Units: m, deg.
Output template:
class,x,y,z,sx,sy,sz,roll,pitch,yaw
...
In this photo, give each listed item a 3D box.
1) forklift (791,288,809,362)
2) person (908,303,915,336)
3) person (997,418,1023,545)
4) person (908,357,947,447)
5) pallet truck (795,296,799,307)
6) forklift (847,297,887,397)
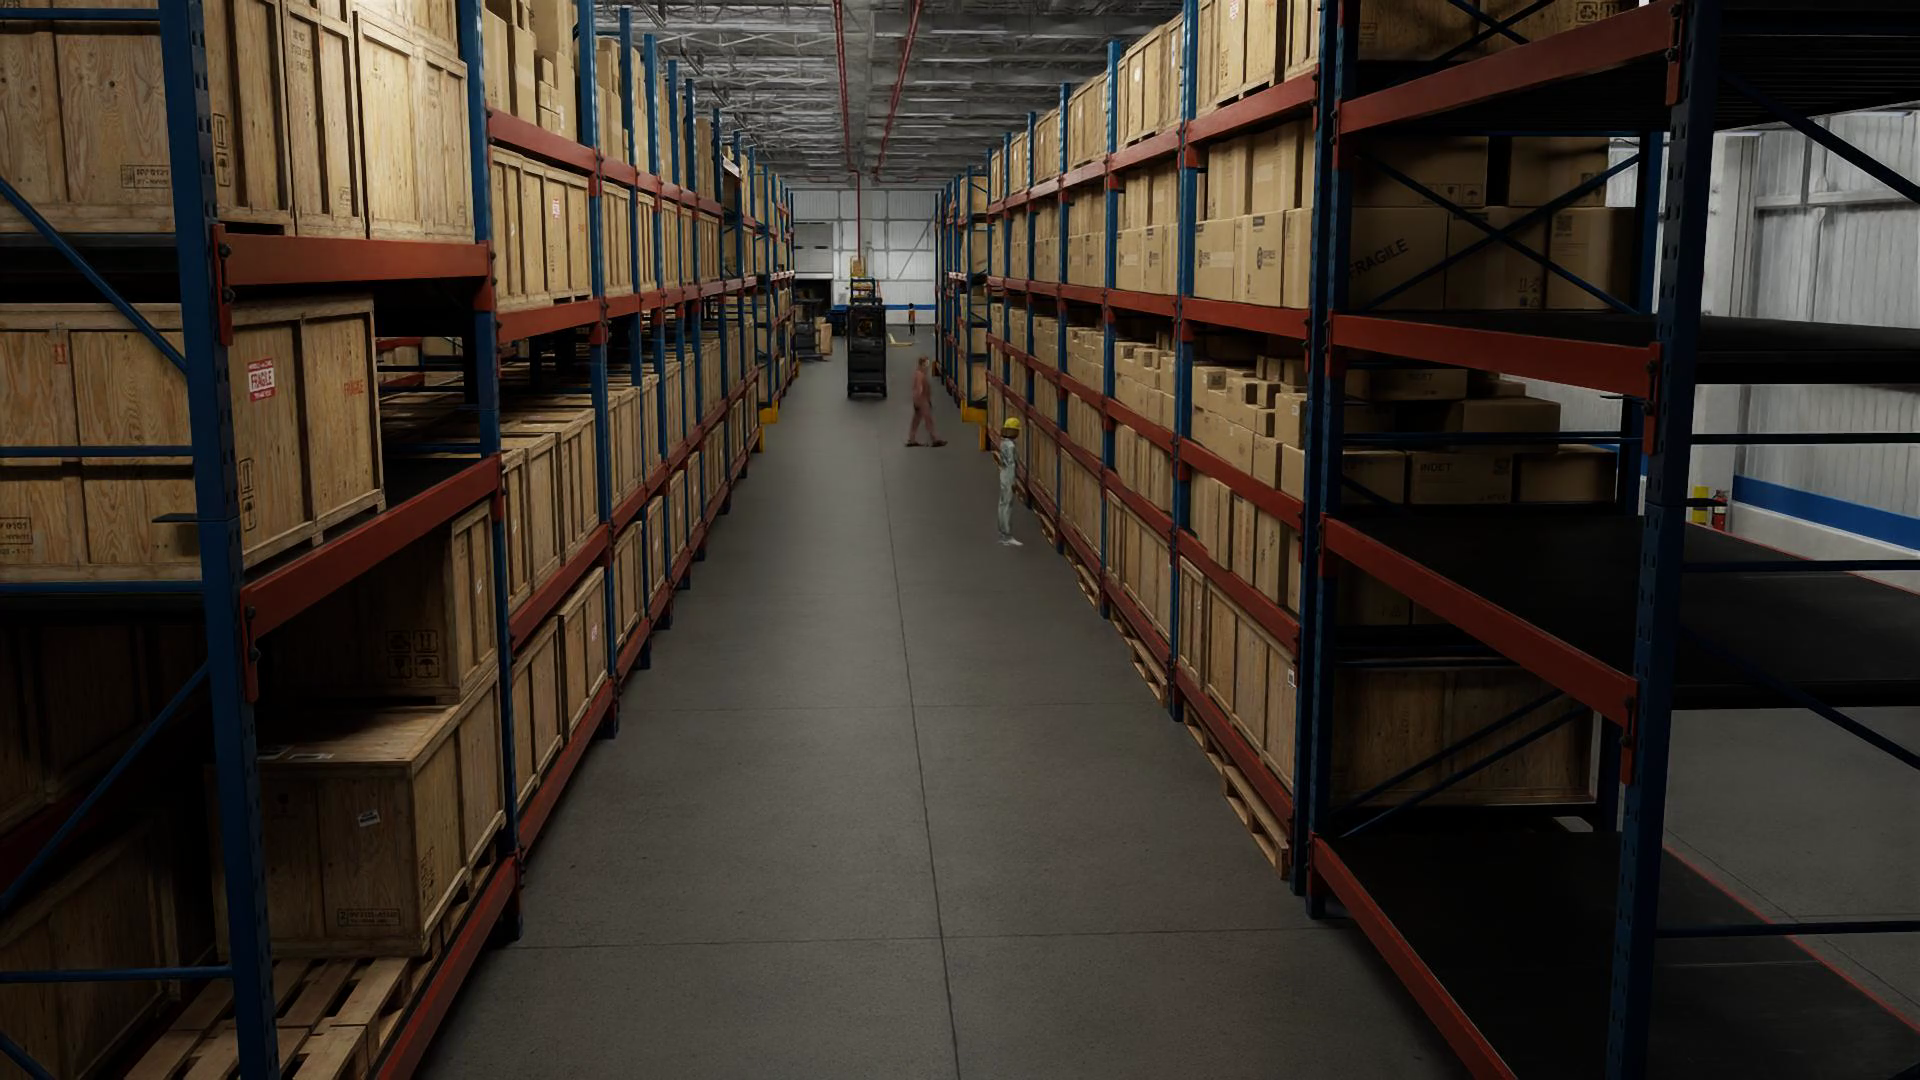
class,x,y,z,sx,sy,sz,roll,pitch,yaw
forklift,-6.247,-8.265,63.835,1.129,2.768,1.873,-6,11,-34
person,-2.518,-11.500,86.729,0.320,1.687,0.538,5,11,27
person,0.689,-0.798,22.648,0.311,1.735,0.483,-2,10,-12
person,-0.675,-2.861,34.578,0.919,1.870,0.651,-1,10,-5
pallet truck,-8.622,-12.439,91.403,1.885,1.965,0.823,2,10,13
forklift,-2.673,-5.547,47.601,1.129,2.768,1.873,-1,10,-3
